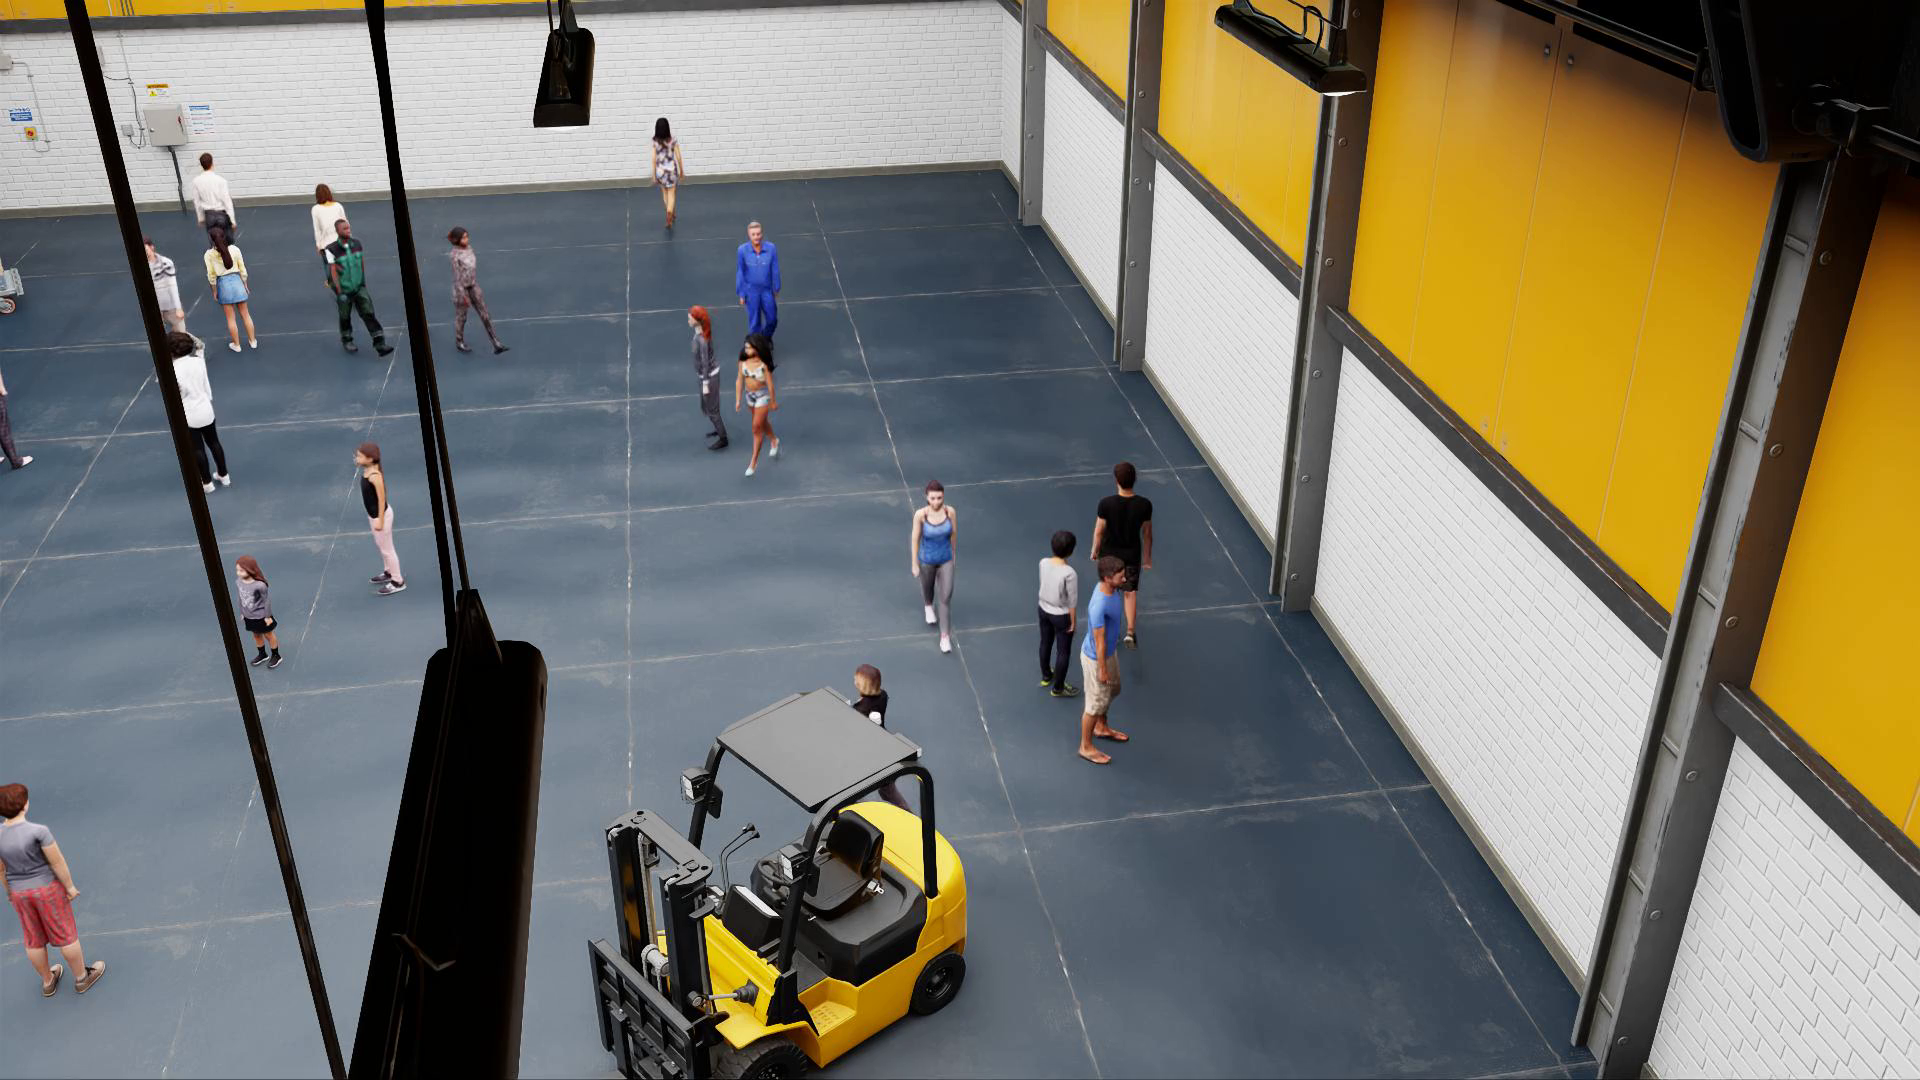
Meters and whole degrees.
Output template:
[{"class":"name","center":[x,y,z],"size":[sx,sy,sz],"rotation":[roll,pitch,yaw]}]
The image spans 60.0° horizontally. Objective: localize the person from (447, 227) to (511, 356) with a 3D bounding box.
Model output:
[{"class":"person","center":[-6.358,-3.149,21.205],"size":[1.111,1.670,1.063],"rotation":[18,33,30]}]

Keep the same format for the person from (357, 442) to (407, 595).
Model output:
[{"class":"person","center":[-5.575,-0.234,15.971],"size":[0.662,1.565,0.547],"rotation":[-15,32,-25]}]

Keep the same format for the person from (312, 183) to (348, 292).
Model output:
[{"class":"person","center":[-8.584,-4.033,22.849],"size":[0.901,1.647,1.130],"rotation":[-17,33,-28]}]

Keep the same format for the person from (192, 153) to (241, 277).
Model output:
[{"class":"person","center":[-10.498,-4.479,23.465],"size":[0.753,1.842,1.074],"rotation":[-2,29,-4]}]

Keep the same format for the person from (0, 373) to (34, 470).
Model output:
[{"class":"person","center":[-10.731,-1.659,18.265],"size":[0.704,1.871,0.621],"rotation":[1,29,3]}]

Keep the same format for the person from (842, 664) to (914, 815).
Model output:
[{"class":"person","center":[-0.591,1.681,12.392],"size":[1.060,1.630,1.053],"rotation":[15,32,25]}]

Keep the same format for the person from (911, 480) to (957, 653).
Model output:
[{"class":"person","center":[-0.240,0.170,15.225],"size":[0.569,1.571,1.043],"rotation":[-5,29,-9]}]

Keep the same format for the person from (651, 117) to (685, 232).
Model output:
[{"class":"person","center":[-4.539,-5.620,25.704],"size":[0.772,1.699,1.159],"rotation":[1,29,3]}]

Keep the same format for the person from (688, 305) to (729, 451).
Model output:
[{"class":"person","center":[-2.799,-1.814,18.677],"size":[0.751,1.748,0.568],"rotation":[-3,29,-6]}]

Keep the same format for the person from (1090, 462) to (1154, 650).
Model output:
[{"class":"person","center":[1.438,0.195,14.893],"size":[0.736,1.843,0.912],"rotation":[-1,29,-1]}]

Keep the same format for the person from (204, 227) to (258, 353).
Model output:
[{"class":"person","center":[-9.392,-3.233,21.400],"size":[0.712,1.631,0.696],"rotation":[-19,34,-31]}]

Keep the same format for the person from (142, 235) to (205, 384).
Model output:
[{"class":"person","center":[-9.814,-2.925,20.626],"size":[0.890,1.831,1.159],"rotation":[4,29,8]}]

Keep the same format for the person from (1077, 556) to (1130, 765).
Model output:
[{"class":"person","center":[1.122,0.932,13.529],"size":[0.830,1.857,0.718],"rotation":[8,30,15]}]

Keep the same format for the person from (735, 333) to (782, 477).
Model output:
[{"class":"person","center":[-2.192,-1.551,18.371],"size":[0.950,1.577,1.061],"rotation":[14,32,24]}]

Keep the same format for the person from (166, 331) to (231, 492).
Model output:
[{"class":"person","center":[-8.195,-1.387,17.831],"size":[0.762,1.807,0.699],"rotation":[18,34,30]}]

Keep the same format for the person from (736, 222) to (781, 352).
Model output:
[{"class":"person","center":[-2.566,-3.175,21.103],"size":[0.744,1.813,0.741],"rotation":[-7,29,-12]}]

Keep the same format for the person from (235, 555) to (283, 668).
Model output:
[{"class":"person","center":[-6.289,0.627,14.872],"size":[0.537,1.106,0.554],"rotation":[9,30,15]}]

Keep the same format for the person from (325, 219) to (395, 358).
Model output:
[{"class":"person","center":[-7.816,-3.189,21.160],"size":[1.271,1.783,1.140],"rotation":[23,36,36]}]

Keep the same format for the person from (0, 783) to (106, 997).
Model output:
[{"class":"person","center":[-6.190,2.351,11.145],"size":[0.608,1.648,0.525],"rotation":[-3,29,-5]}]

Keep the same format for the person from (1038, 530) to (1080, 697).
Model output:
[{"class":"person","center":[0.822,0.636,14.397],"size":[0.680,1.545,0.752],"rotation":[23,36,36]}]
